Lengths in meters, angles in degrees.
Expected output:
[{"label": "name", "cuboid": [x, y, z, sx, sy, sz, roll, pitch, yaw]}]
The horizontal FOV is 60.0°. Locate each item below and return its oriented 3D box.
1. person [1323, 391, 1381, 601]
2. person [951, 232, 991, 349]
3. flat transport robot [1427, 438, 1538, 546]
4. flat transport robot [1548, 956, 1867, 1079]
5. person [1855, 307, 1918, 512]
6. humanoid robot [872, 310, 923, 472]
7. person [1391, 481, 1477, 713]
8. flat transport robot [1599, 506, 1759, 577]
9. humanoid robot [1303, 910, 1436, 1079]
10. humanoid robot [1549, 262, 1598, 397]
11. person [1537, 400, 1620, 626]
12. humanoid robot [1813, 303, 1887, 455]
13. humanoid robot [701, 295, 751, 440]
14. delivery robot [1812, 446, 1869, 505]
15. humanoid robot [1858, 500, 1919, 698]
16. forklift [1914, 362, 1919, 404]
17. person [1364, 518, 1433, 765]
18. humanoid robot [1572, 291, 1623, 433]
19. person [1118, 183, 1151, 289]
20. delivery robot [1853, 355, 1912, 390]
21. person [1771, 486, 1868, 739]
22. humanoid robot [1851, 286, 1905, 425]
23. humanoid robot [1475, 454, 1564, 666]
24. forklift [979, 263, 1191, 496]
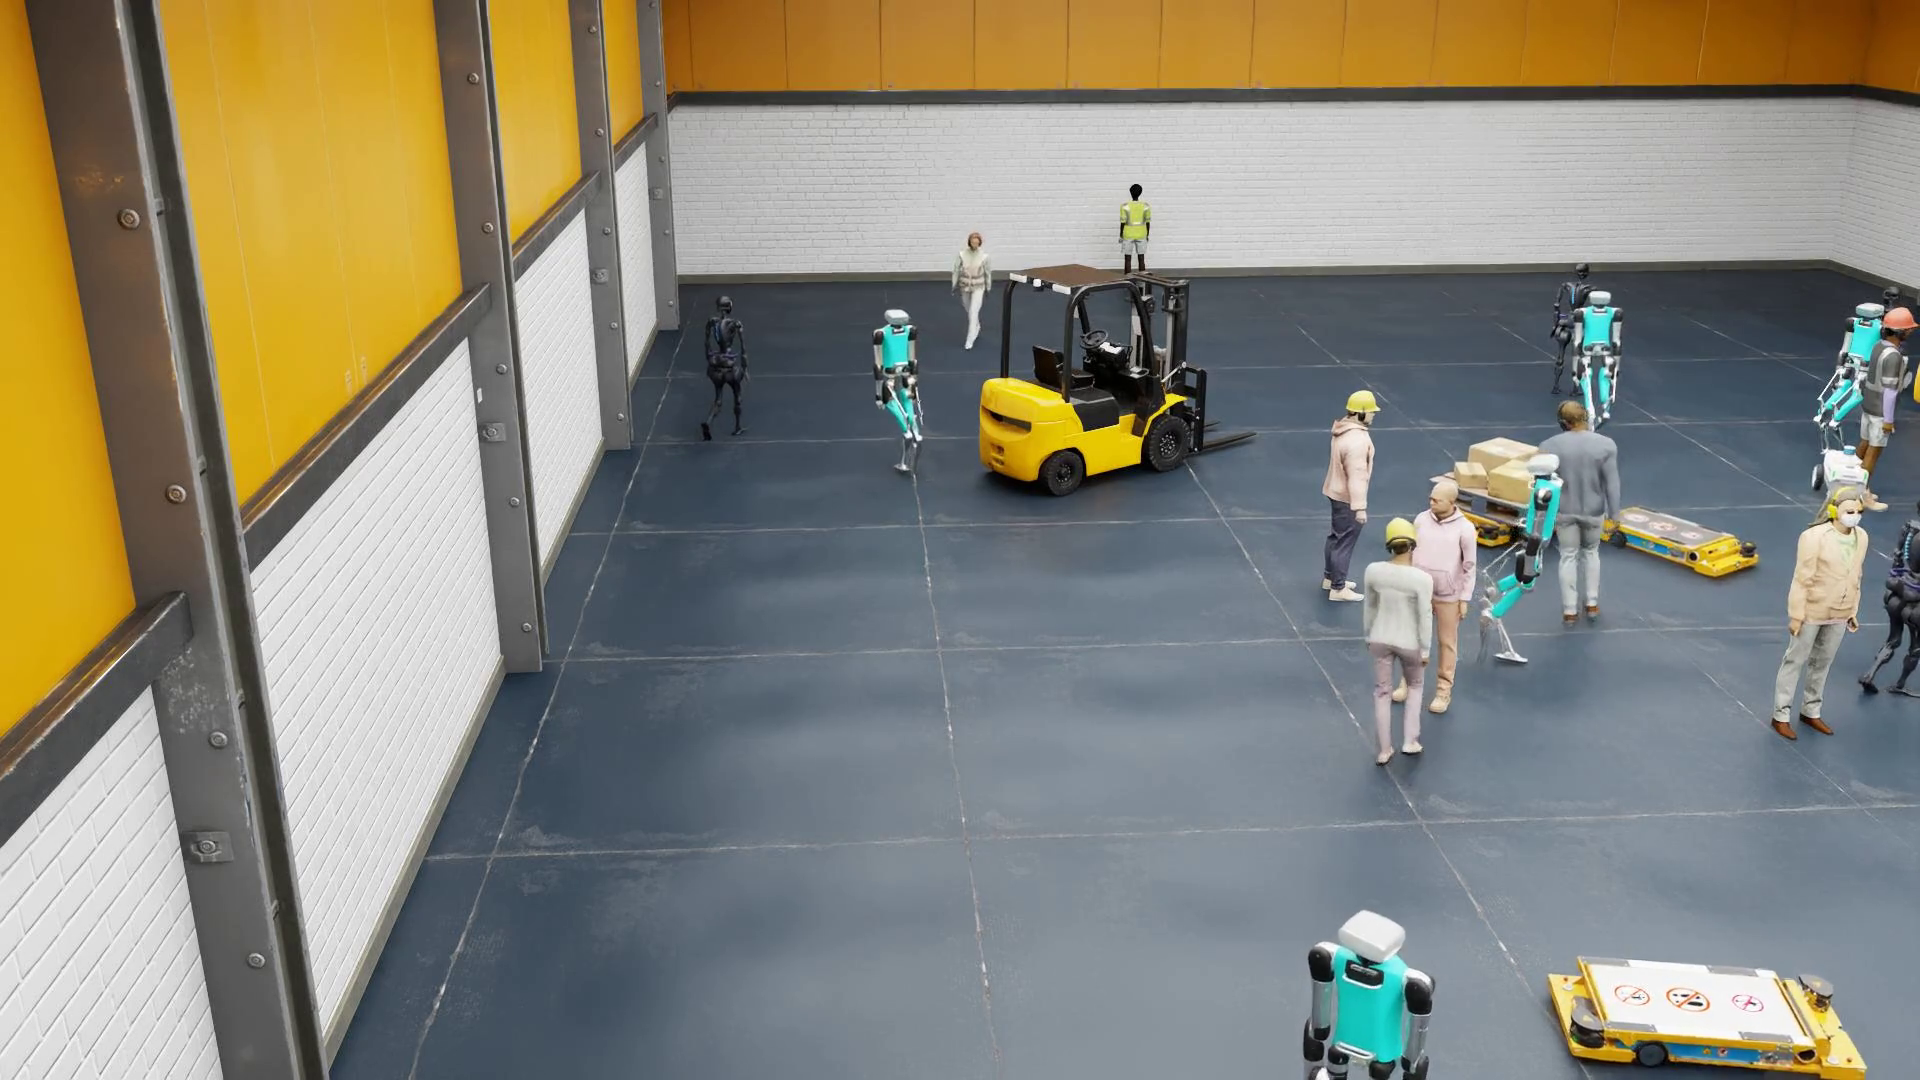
[{"label": "person", "cuboid": [3.351, -0.386, 14.380, 0.433, 1.859, 0.791, 1, 20, 4]}, {"label": "person", "cuboid": [0.184, -3.544, 23.349, 0.529, 1.598, 0.827, 7, 21, 18]}, {"label": "flat transport robot", "cuboid": [5.359, -0.240, 16.280, 1.431, 0.231, 0.659, -15, 25, -35]}, {"label": "flat transport robot", "cuboid": [3.908, 2.518, 8.768, 1.431, 0.231, 0.659, 3, 20, 7]}, {"label": "person", "cuboid": [9.216, -1.309, 16.618, 0.359, 2.047, 0.613, 4, 21, 11]}, {"label": "humanoid robot", "cuboid": [-0.564, -1.472, 17.616, 0.539, 1.869, 0.737, -13, 24, -32]}, {"label": "person", "cuboid": [3.542, 0.400, 12.340, 0.536, 1.780, 0.401, 16, 25, 36]}, {"label": "flat transport robot", "cuboid": [6.669, -0.005, 15.642, 0.659, 0.231, 1.431, -13, 24, -31]}, {"label": "humanoid robot", "cuboid": [1.598, 2.420, 6.909, 0.556, 1.749, 0.995, 14, 24, 33]}, {"label": "humanoid robot", "cuboid": [7.655, -2.643, 20.763, 0.599, 1.657, 0.315, 18, 26, 39]}, {"label": "person", "cuboid": [5.149, -0.236, 13.924, 0.714, 1.882, 0.574, 8, 22, 20]}, {"label": "humanoid robot", "cuboid": [9.523, -1.694, 17.914, 0.735, 1.680, 0.533, -9, 22, -24]}, {"label": "humanoid robot", "cuboid": [-2.704, -1.969, 18.968, 0.616, 1.634, 0.643, 10, 23, 26]}, {"label": "delivery robot", "cuboid": [9.059, -0.678, 17.026, 0.499, 0.570, 0.747, 8, 21, 20]}, {"label": "humanoid robot", "cuboid": [7.110, 0.425, 12.479, 0.509, 1.650, 0.608, -3, 20, -8]}, {"label": "forklift", "cuboid": [12.602, -2.435, 19.475, 2.313, 2.155, 1.214, -1, 20, -4]}, {"label": "person", "cuboid": [3.024, 0.708, 11.575, 0.535, 1.724, 0.488, 12, 23, 30]}, {"label": "humanoid robot", "cuboid": [7.093, -1.800, 18.472, 0.560, 1.789, 0.965, 3, 20, 8]}, {"label": "person", "cuboid": [2.823, -4.911, 26.934, 0.539, 1.694, 0.317, -3, 20, -9]}, {"label": "delivery robot", "cuboid": [11.694, -2.162, 21.096, 0.793, 0.590, 0.499, -15, 25, -35]}, {"label": "person", "cuboid": [6.170, 0.505, 11.920, 0.553, 1.876, 0.404, -4, 21, -12]}, {"label": "humanoid robot", "cuboid": [10.792, -2.134, 19.408, 0.608, 1.634, 0.386, -10, 23, -26]}, {"label": "humanoid robot", "cuboid": [4.286, 0.227, 13.034, 0.703, 1.909, 0.549, 10, 22, 24]}, {"label": "forklift", "cuboid": [1.315, -1.764, 17.646, 2.313, 2.155, 1.214, -14, 24, -33]}]
